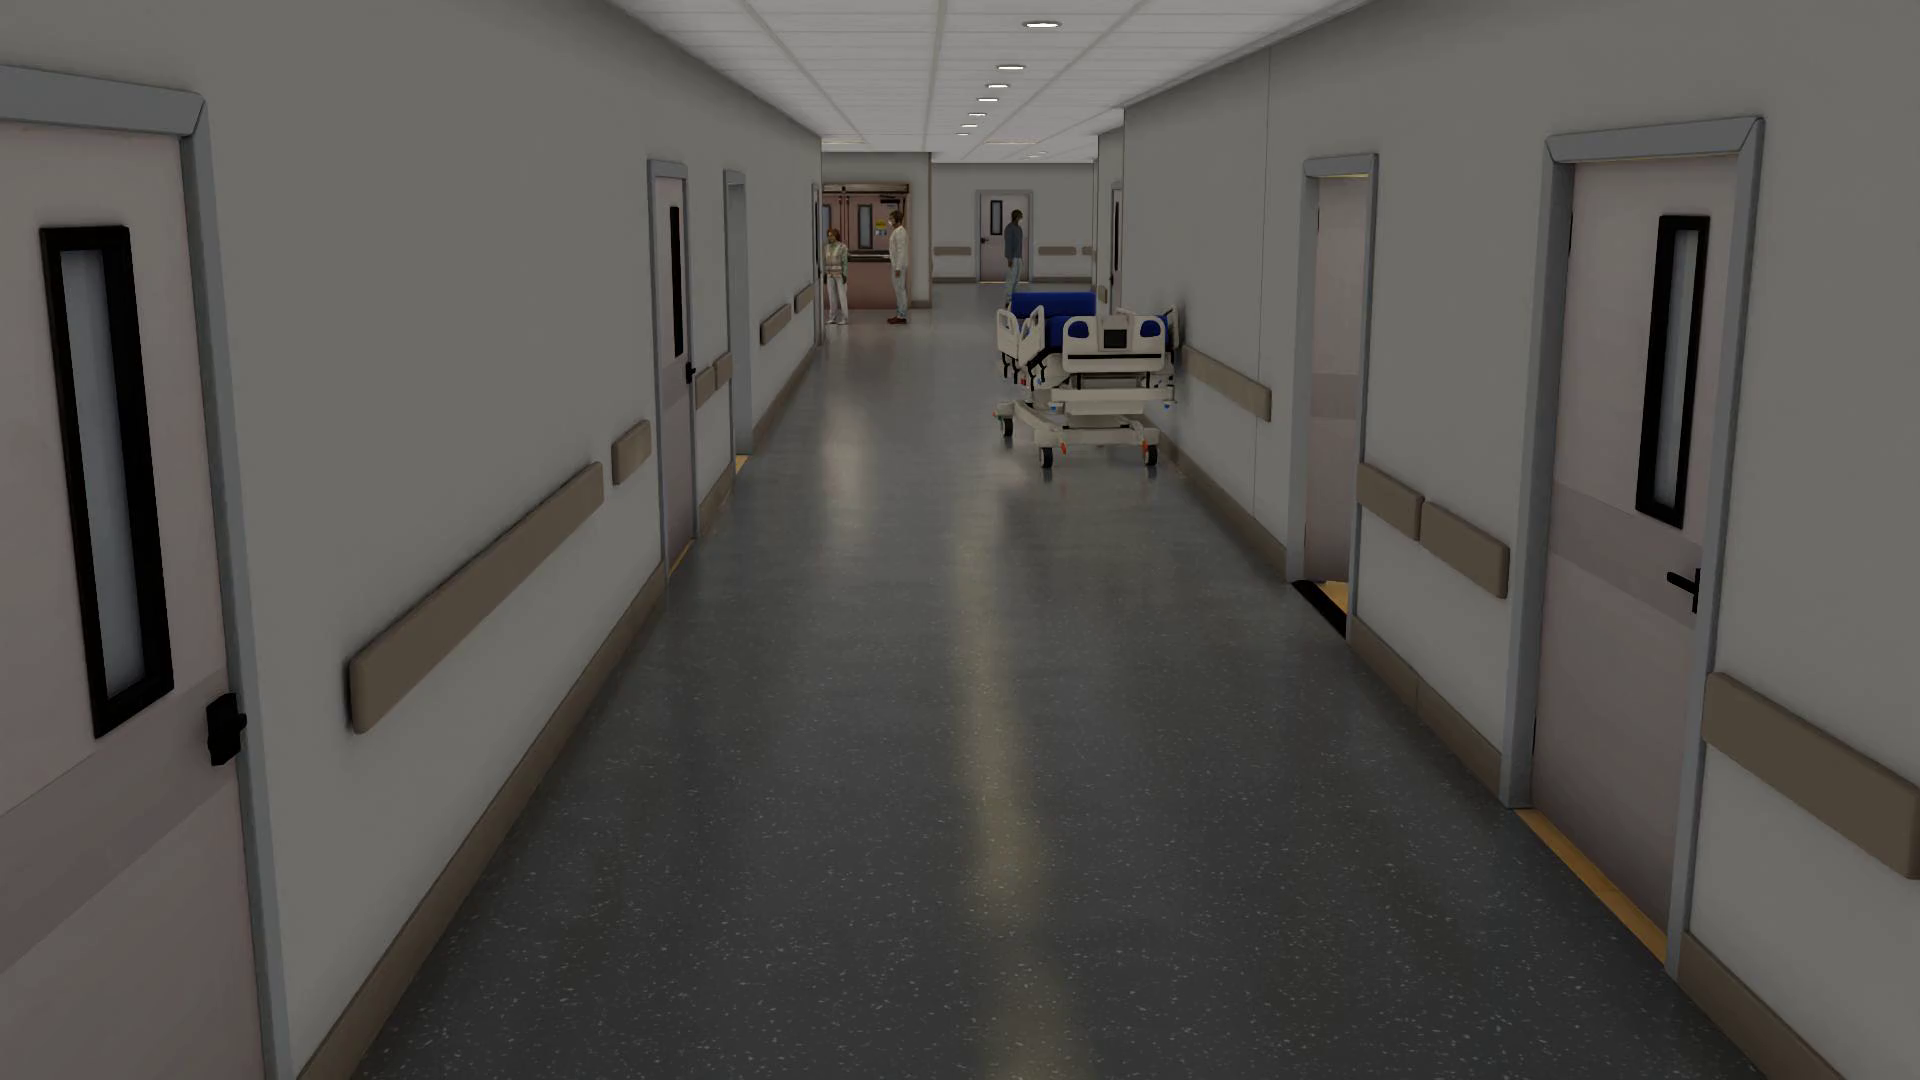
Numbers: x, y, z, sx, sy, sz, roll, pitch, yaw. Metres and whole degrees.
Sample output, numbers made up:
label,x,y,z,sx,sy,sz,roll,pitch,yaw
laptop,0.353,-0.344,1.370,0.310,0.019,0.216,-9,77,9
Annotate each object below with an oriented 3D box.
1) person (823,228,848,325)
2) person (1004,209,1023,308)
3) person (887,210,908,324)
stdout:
label,x,y,z,sx,sy,sz,roll,pitch,yaw
person,-2.120,-4.492,28.387,0.519,1.633,0.313,8,14,33
person,1.068,-5.533,32.749,0.386,1.929,0.635,5,13,23
person,-1.069,-4.677,28.535,0.364,1.939,0.636,-1,12,-6
